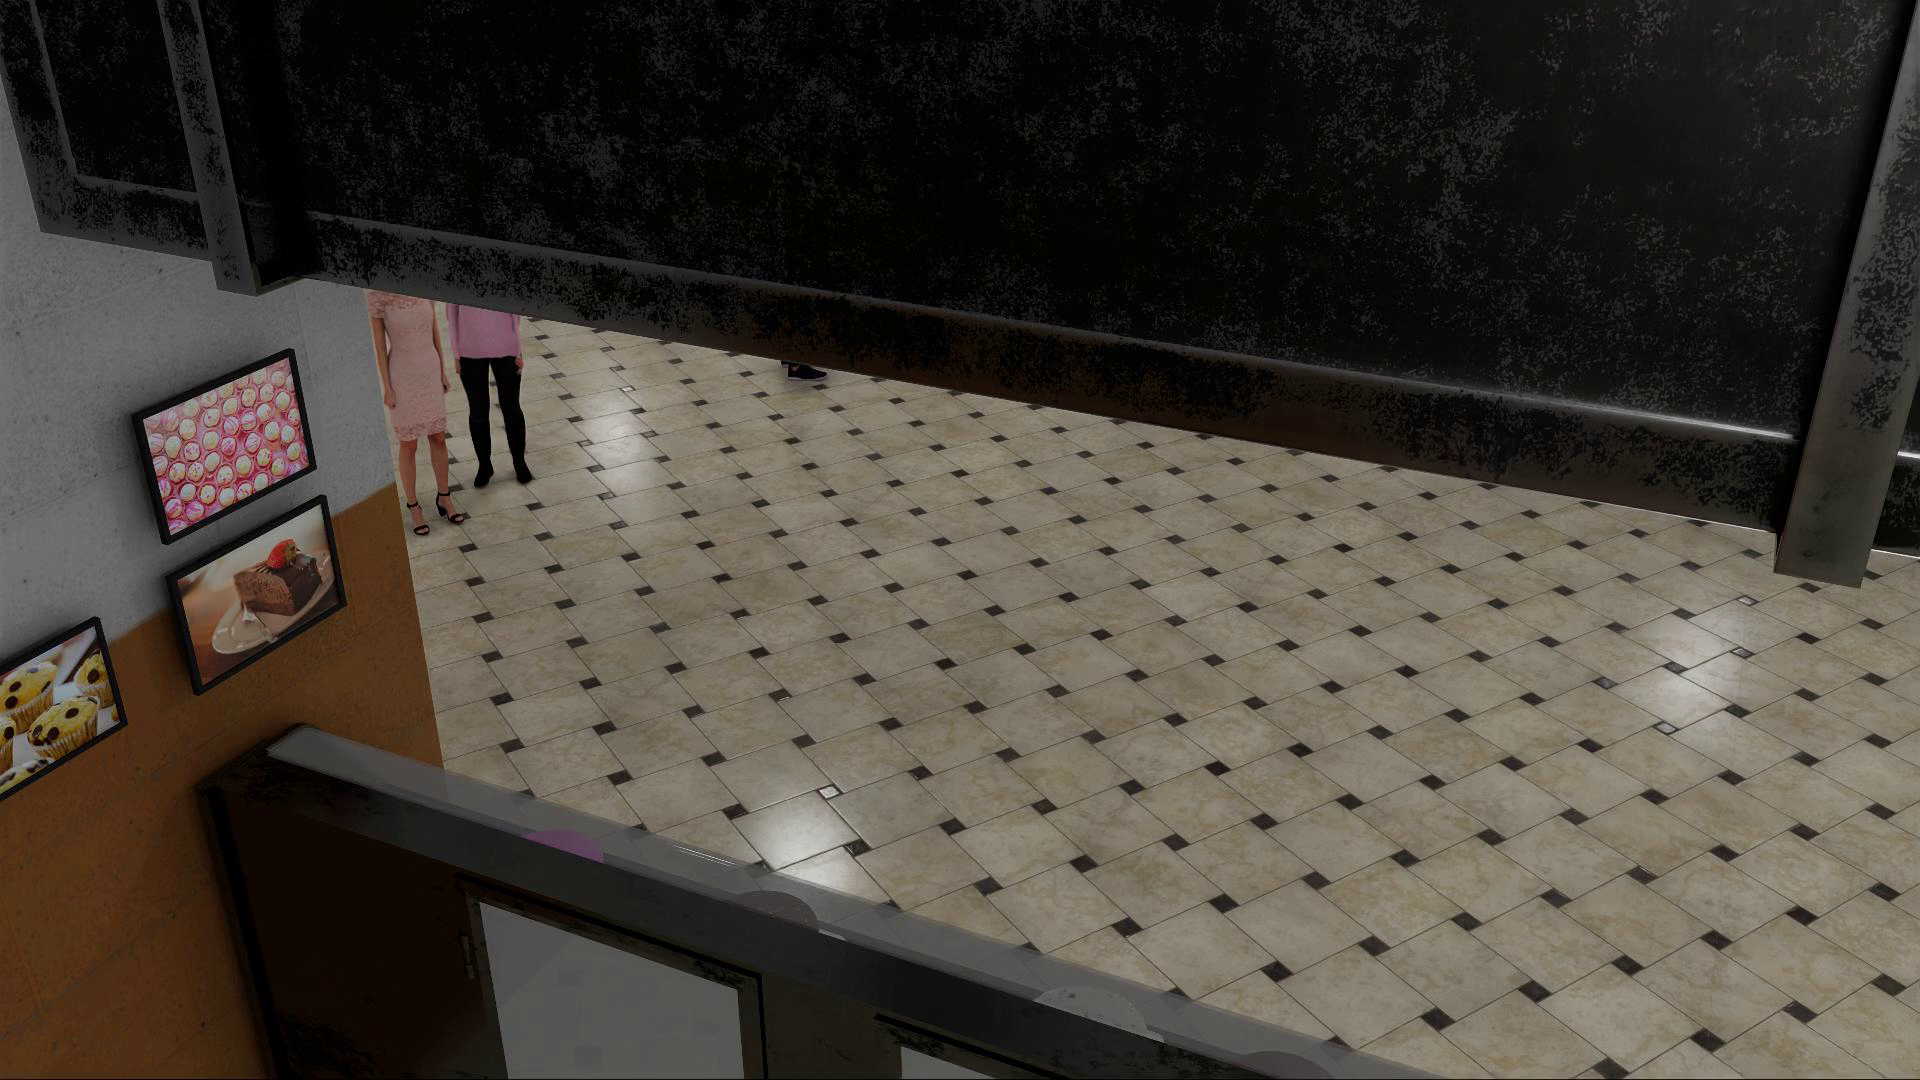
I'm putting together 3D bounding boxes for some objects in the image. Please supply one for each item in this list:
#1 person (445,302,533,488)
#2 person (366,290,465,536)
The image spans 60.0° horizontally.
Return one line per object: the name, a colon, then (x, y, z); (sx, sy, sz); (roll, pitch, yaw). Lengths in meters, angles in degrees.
person: (-2.935, -1.168, 10.354); (0.685, 1.688, 0.727); (-7, 28, -13)
person: (-3.191, -0.923, 9.715); (0.561, 1.831, 0.697); (-23, 35, -37)
